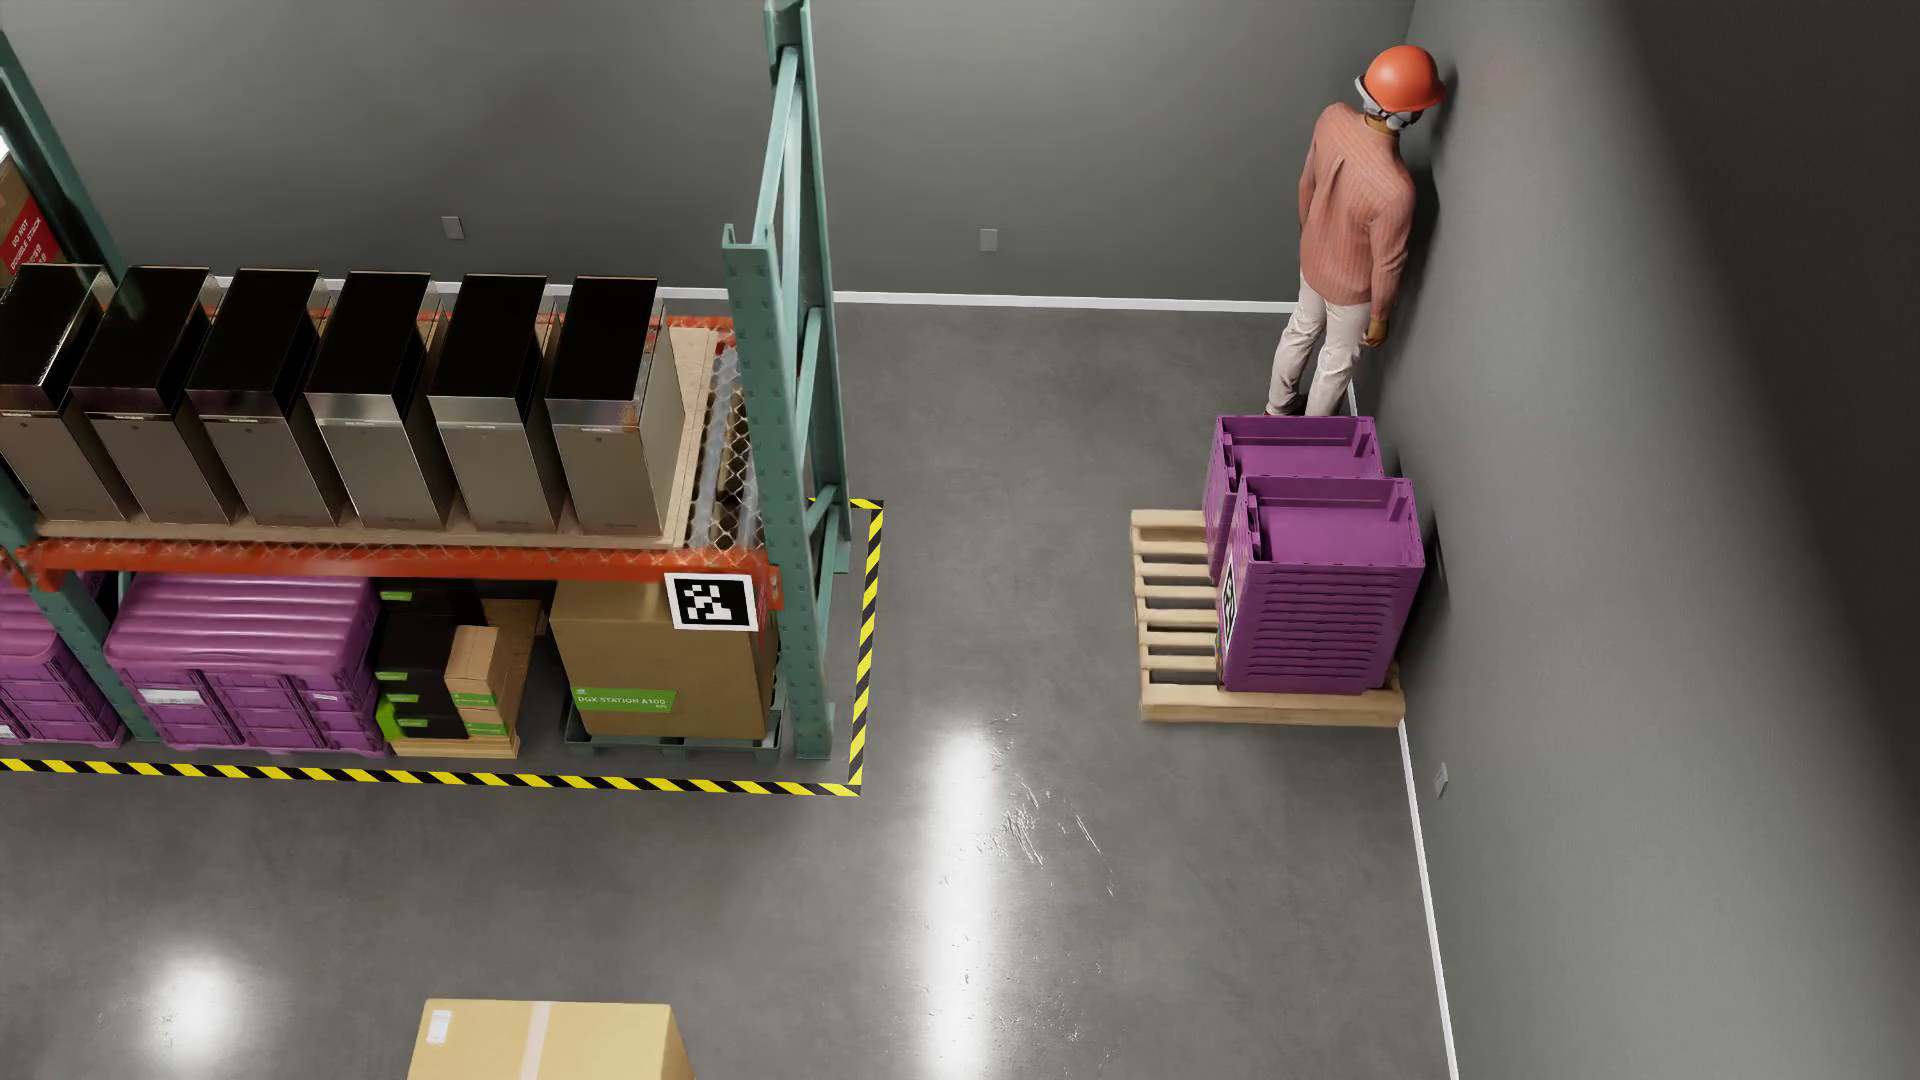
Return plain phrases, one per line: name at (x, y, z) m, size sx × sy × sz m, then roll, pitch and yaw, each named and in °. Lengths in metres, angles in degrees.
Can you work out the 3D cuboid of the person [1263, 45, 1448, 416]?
person at (1.524, -1.064, 6.495) m, size 0.394 × 1.992 × 0.622 m, roll -17°, pitch 54°, yaw -13°
